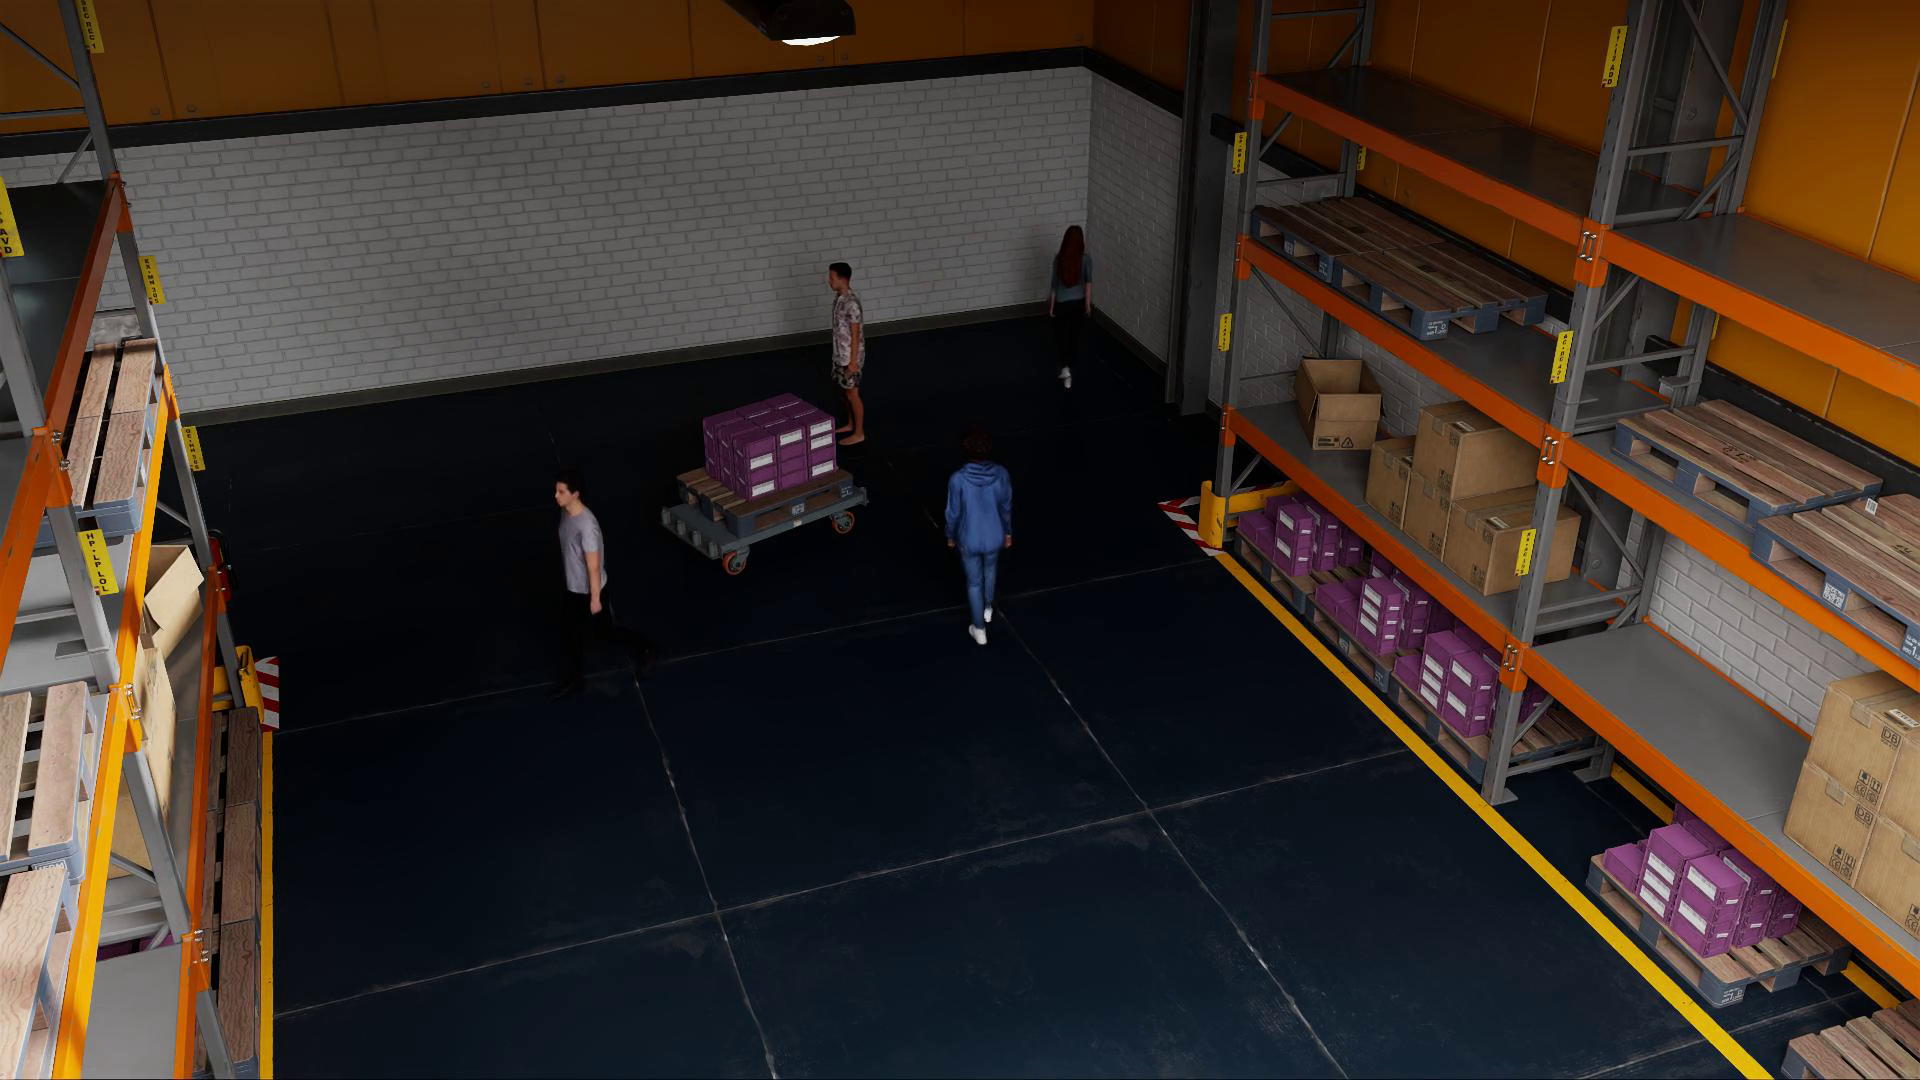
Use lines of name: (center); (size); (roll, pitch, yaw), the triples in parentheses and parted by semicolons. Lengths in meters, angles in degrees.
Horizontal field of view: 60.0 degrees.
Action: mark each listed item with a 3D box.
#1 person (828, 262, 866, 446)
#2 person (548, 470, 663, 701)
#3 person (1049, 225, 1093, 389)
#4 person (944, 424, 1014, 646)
person: (-1.077, -1.837, 16.230); (0.731, 1.811, 0.510); (-11, 31, -19)
person: (-2.653, 0.319, 12.251); (0.956, 1.834, 1.159); (-20, 34, -32)
person: (1.156, -2.395, 17.335); (0.671, 1.731, 0.678); (-2, 29, -3)
person: (0.183, -0.004, 12.892); (0.717, 1.788, 0.798); (-8, 30, -14)
